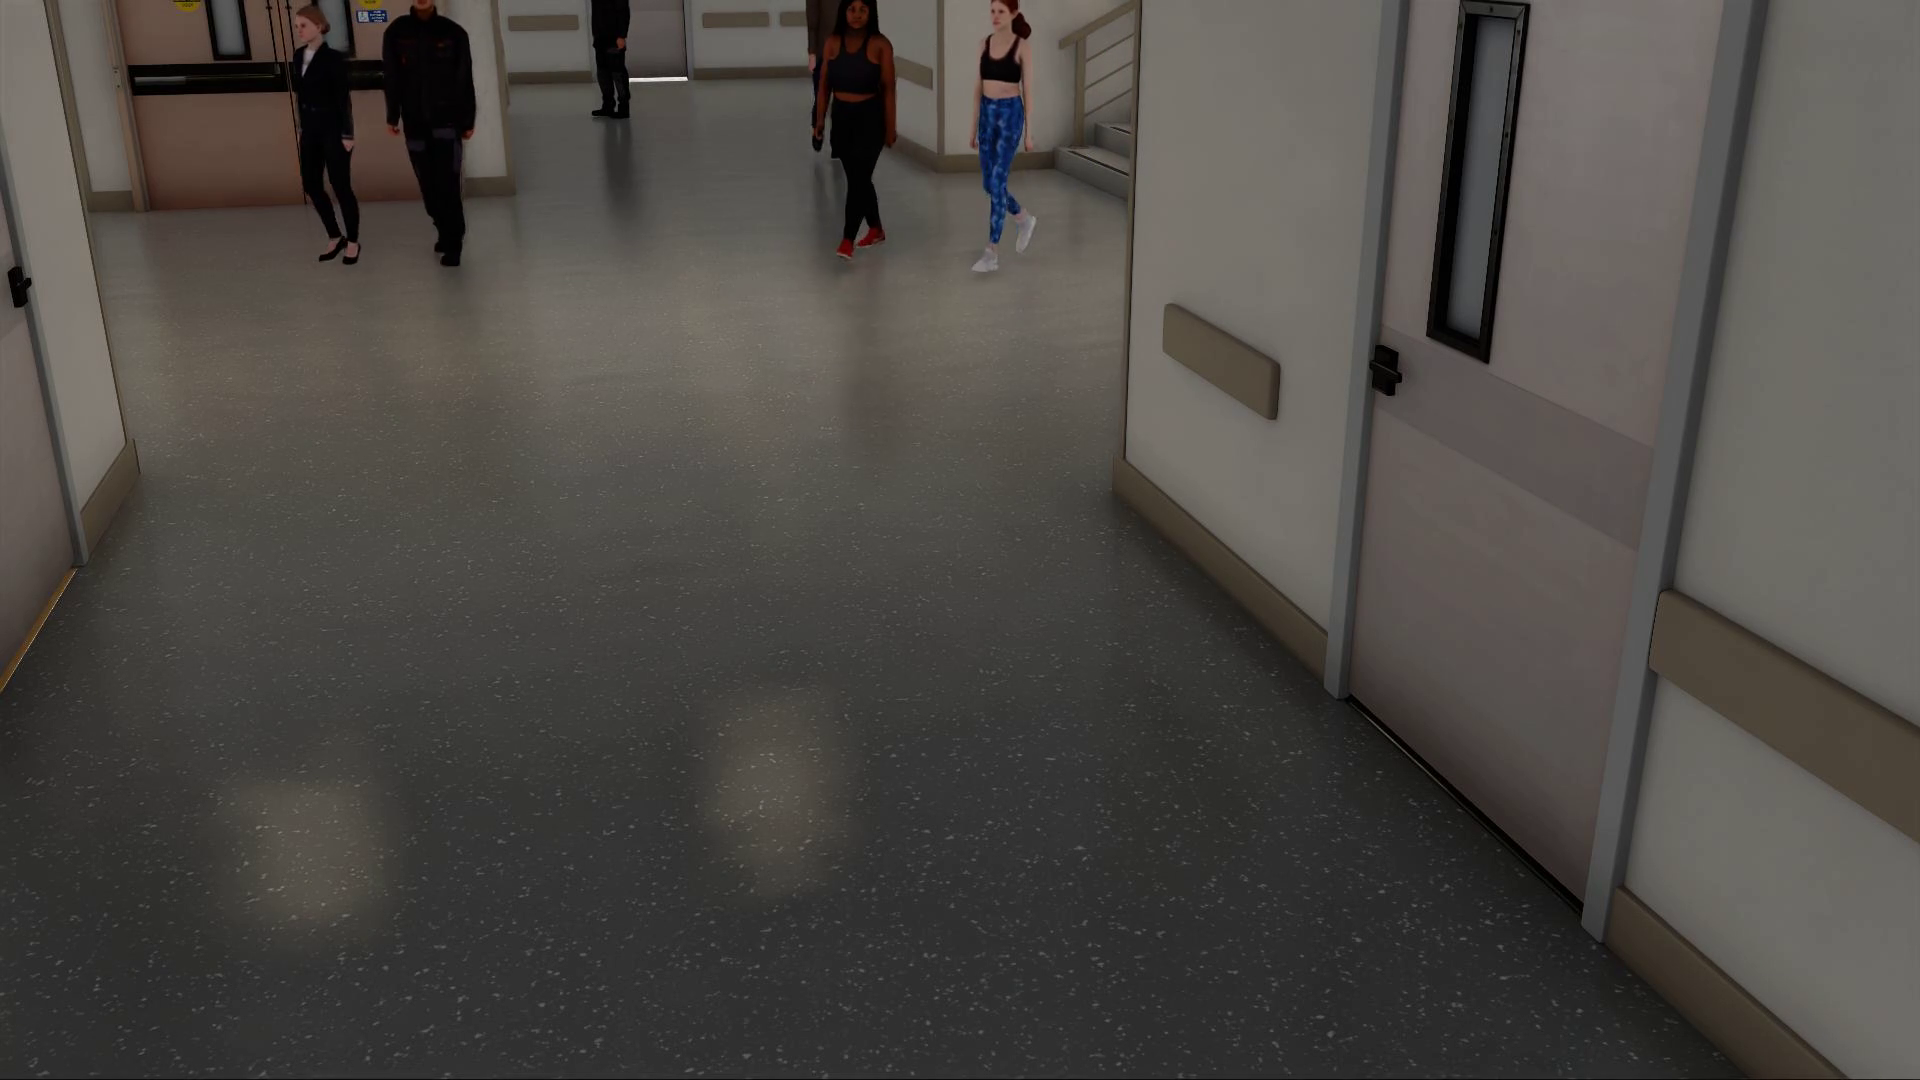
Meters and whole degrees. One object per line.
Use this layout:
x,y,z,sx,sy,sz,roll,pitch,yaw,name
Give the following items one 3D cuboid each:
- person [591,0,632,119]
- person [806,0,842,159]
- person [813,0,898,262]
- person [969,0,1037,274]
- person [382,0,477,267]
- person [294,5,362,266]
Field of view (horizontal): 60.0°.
-4.024,-5.819,19.100,0.855,1.871,0.847,18,27,39,person
-1.254,-4.602,15.881,0.794,1.875,0.802,-9,23,-23,person
-0.658,-2.805,11.295,1.149,1.763,1.159,9,23,23,person
0.306,-2.674,10.955,0.990,1.759,1.107,13,25,31,person
-3.513,-2.797,11.099,1.232,1.886,0.917,-2,21,-5,person
-4.201,-2.700,11.135,0.705,1.679,0.775,9,22,22,person
